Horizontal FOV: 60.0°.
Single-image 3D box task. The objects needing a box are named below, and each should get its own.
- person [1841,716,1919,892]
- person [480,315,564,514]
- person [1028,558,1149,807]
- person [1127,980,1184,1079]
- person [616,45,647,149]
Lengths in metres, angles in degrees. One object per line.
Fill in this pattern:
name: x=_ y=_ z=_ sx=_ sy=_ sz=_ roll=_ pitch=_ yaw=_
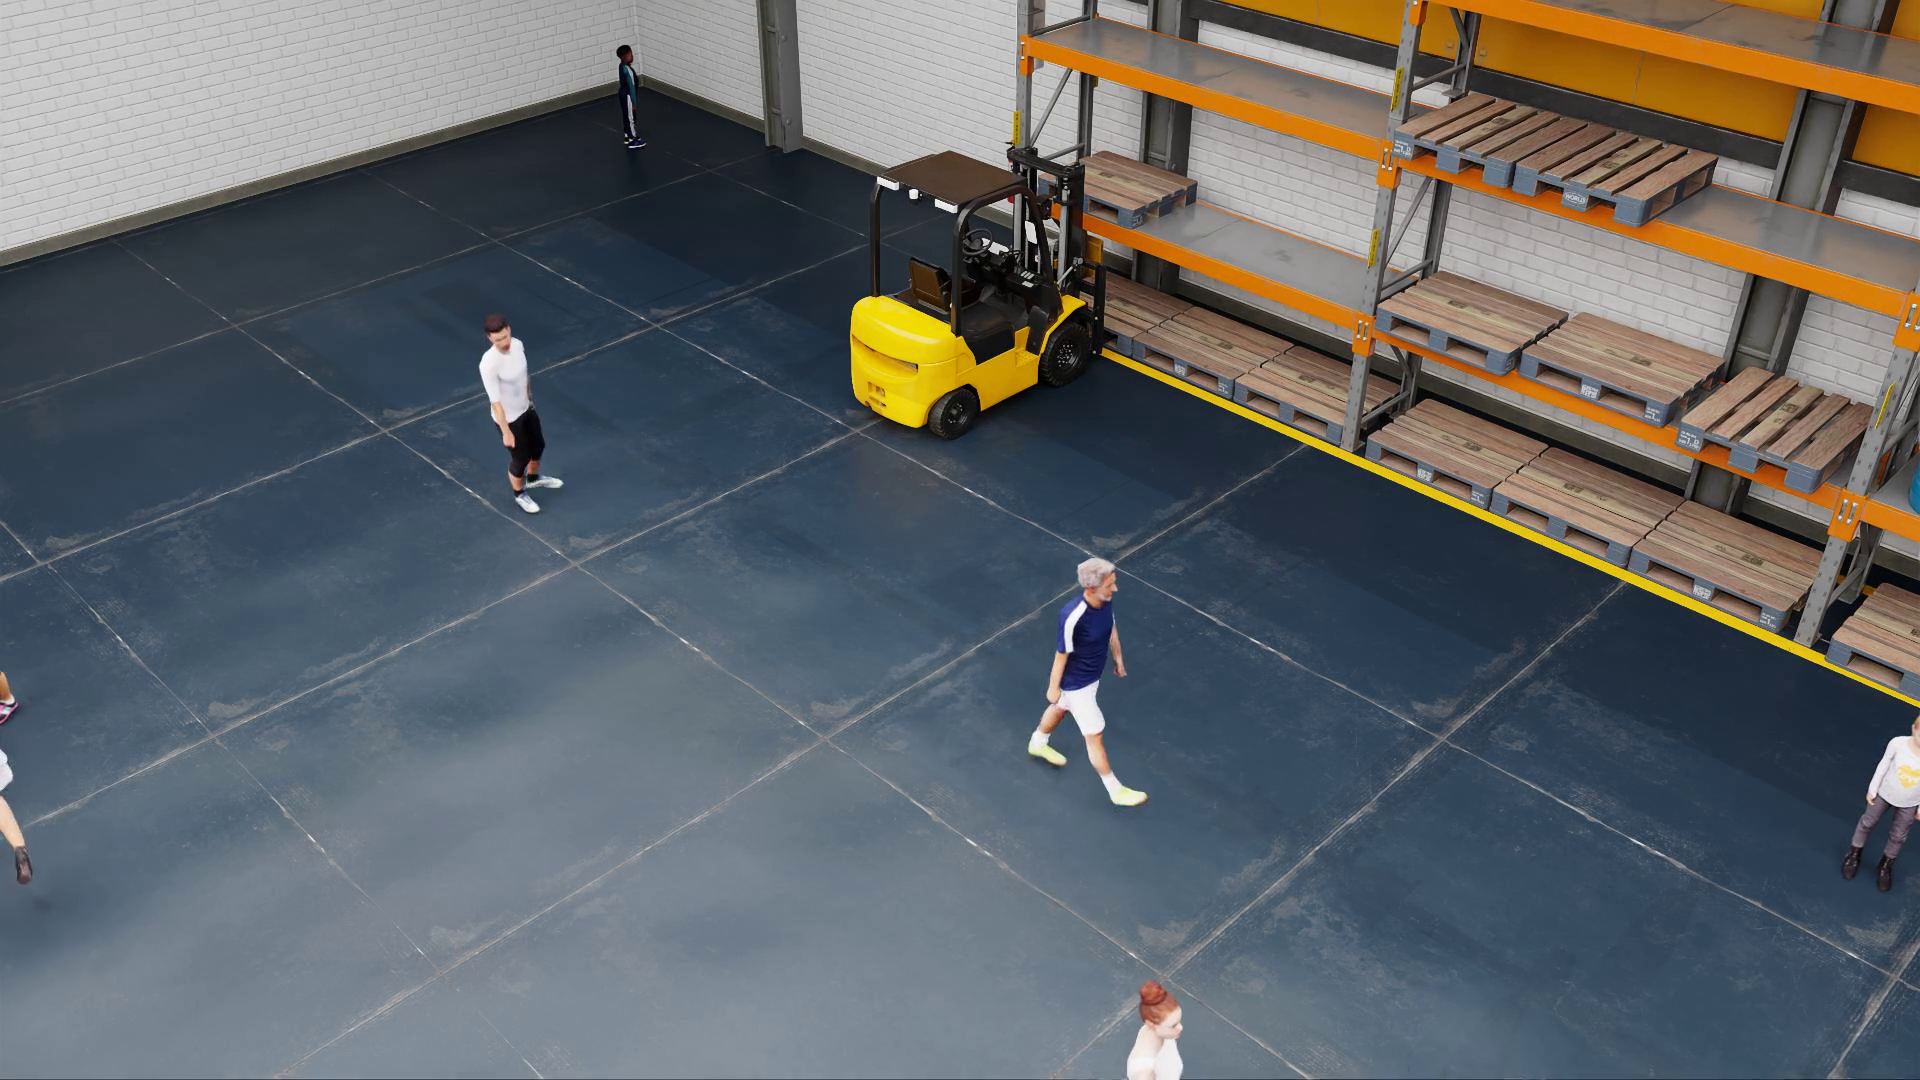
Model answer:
person: x=5.654 y=1.533 z=10.017 sx=0.501 sy=1.278 sz=0.598 roll=18 pitch=37 yaw=24
person: x=-3.611 y=-1.036 z=13.397 sx=0.797 sy=1.815 sz=0.891 roll=3 pitch=34 yaw=5
person: x=0.694 y=0.845 z=10.602 sx=1.255 sy=1.776 sz=0.862 roll=19 pitch=38 yaw=26
person: x=0.779 y=2.715 z=7.784 sx=0.817 sy=1.782 sz=0.730 roll=14 pitch=36 yaw=20
person: x=-4.121 y=-5.521 z=20.651 sx=0.615 sy=1.255 sz=0.502 roll=-14 pitch=36 yaw=-20
